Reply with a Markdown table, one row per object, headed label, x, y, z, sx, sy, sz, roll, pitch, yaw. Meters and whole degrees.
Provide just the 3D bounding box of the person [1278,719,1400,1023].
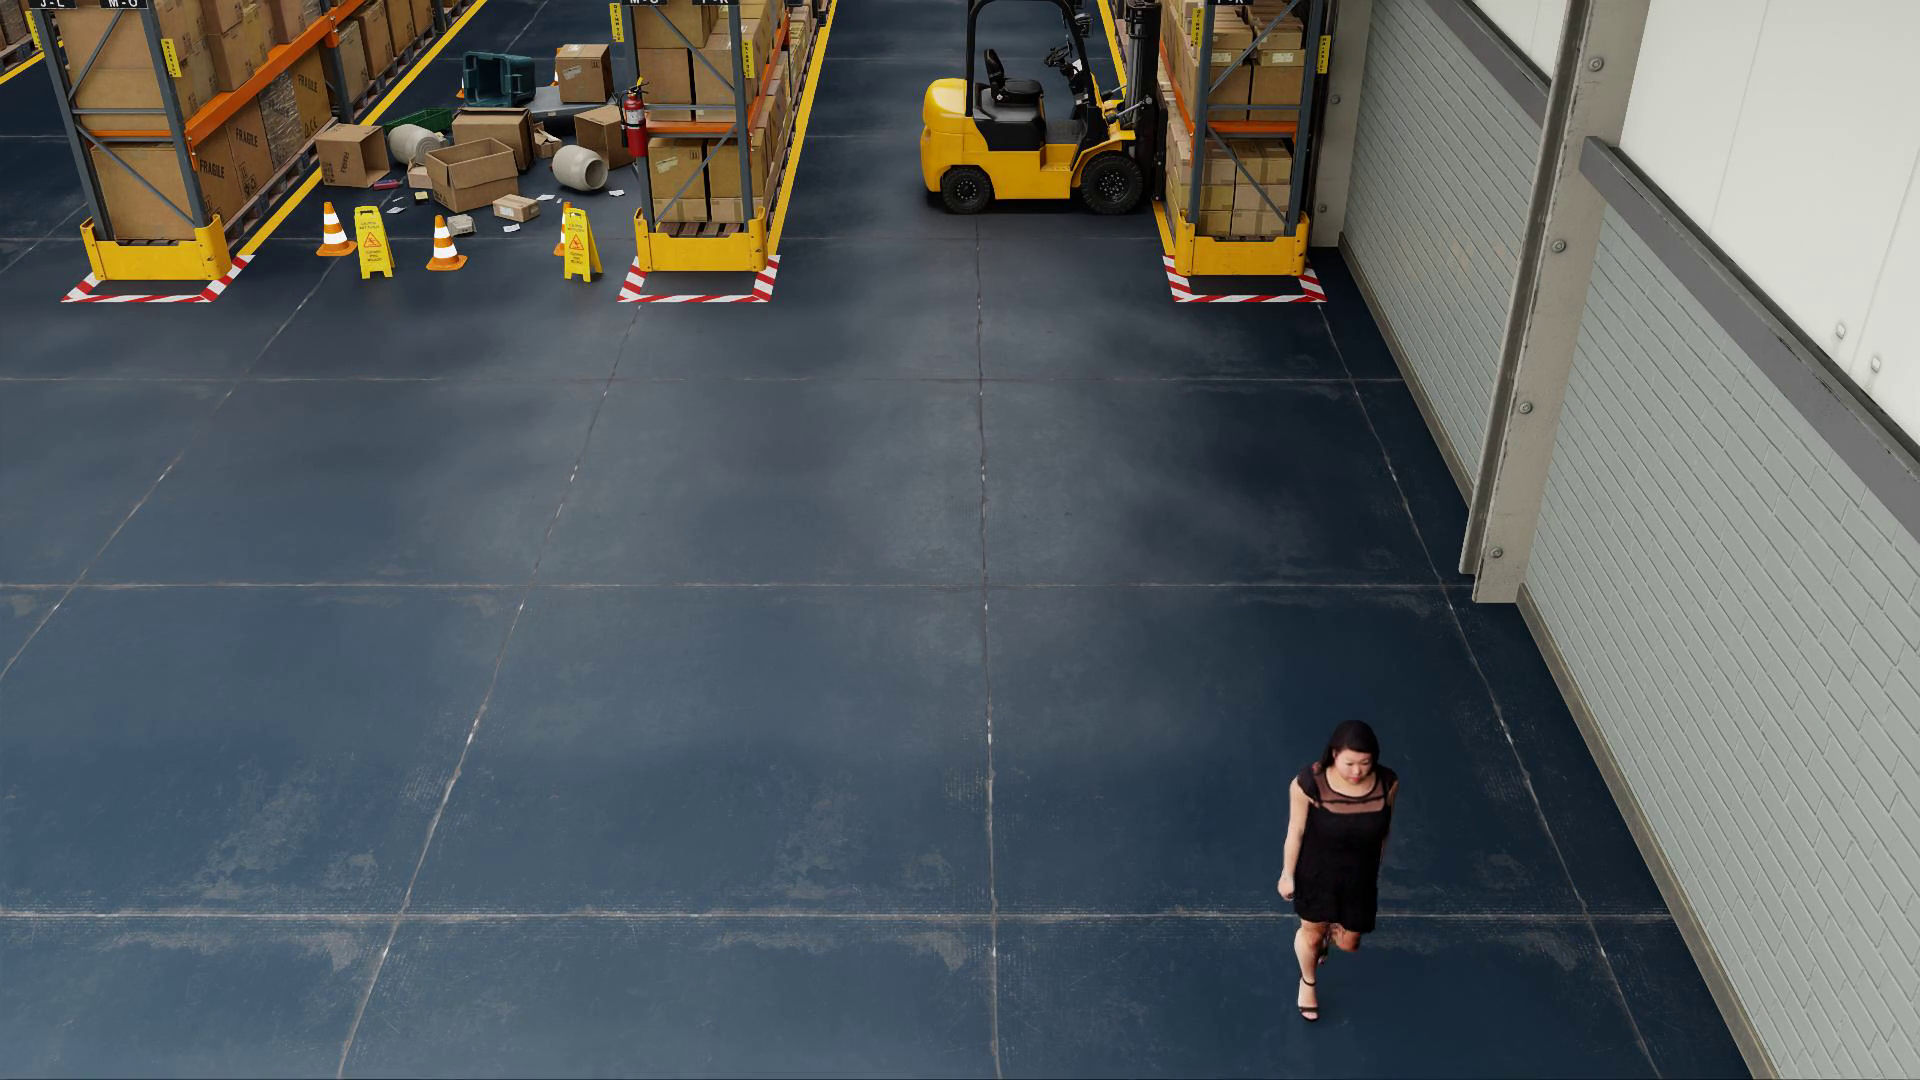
| label | x | y | z | sx | sy | sz | roll | pitch | yaw |
| --- | --- | --- | --- | --- | --- | --- | --- | --- | --- |
| person | 1.659 | 1.453 | 7.503 | 0.640 | 1.706 | 0.728 | -1 | 32 | -1 |
